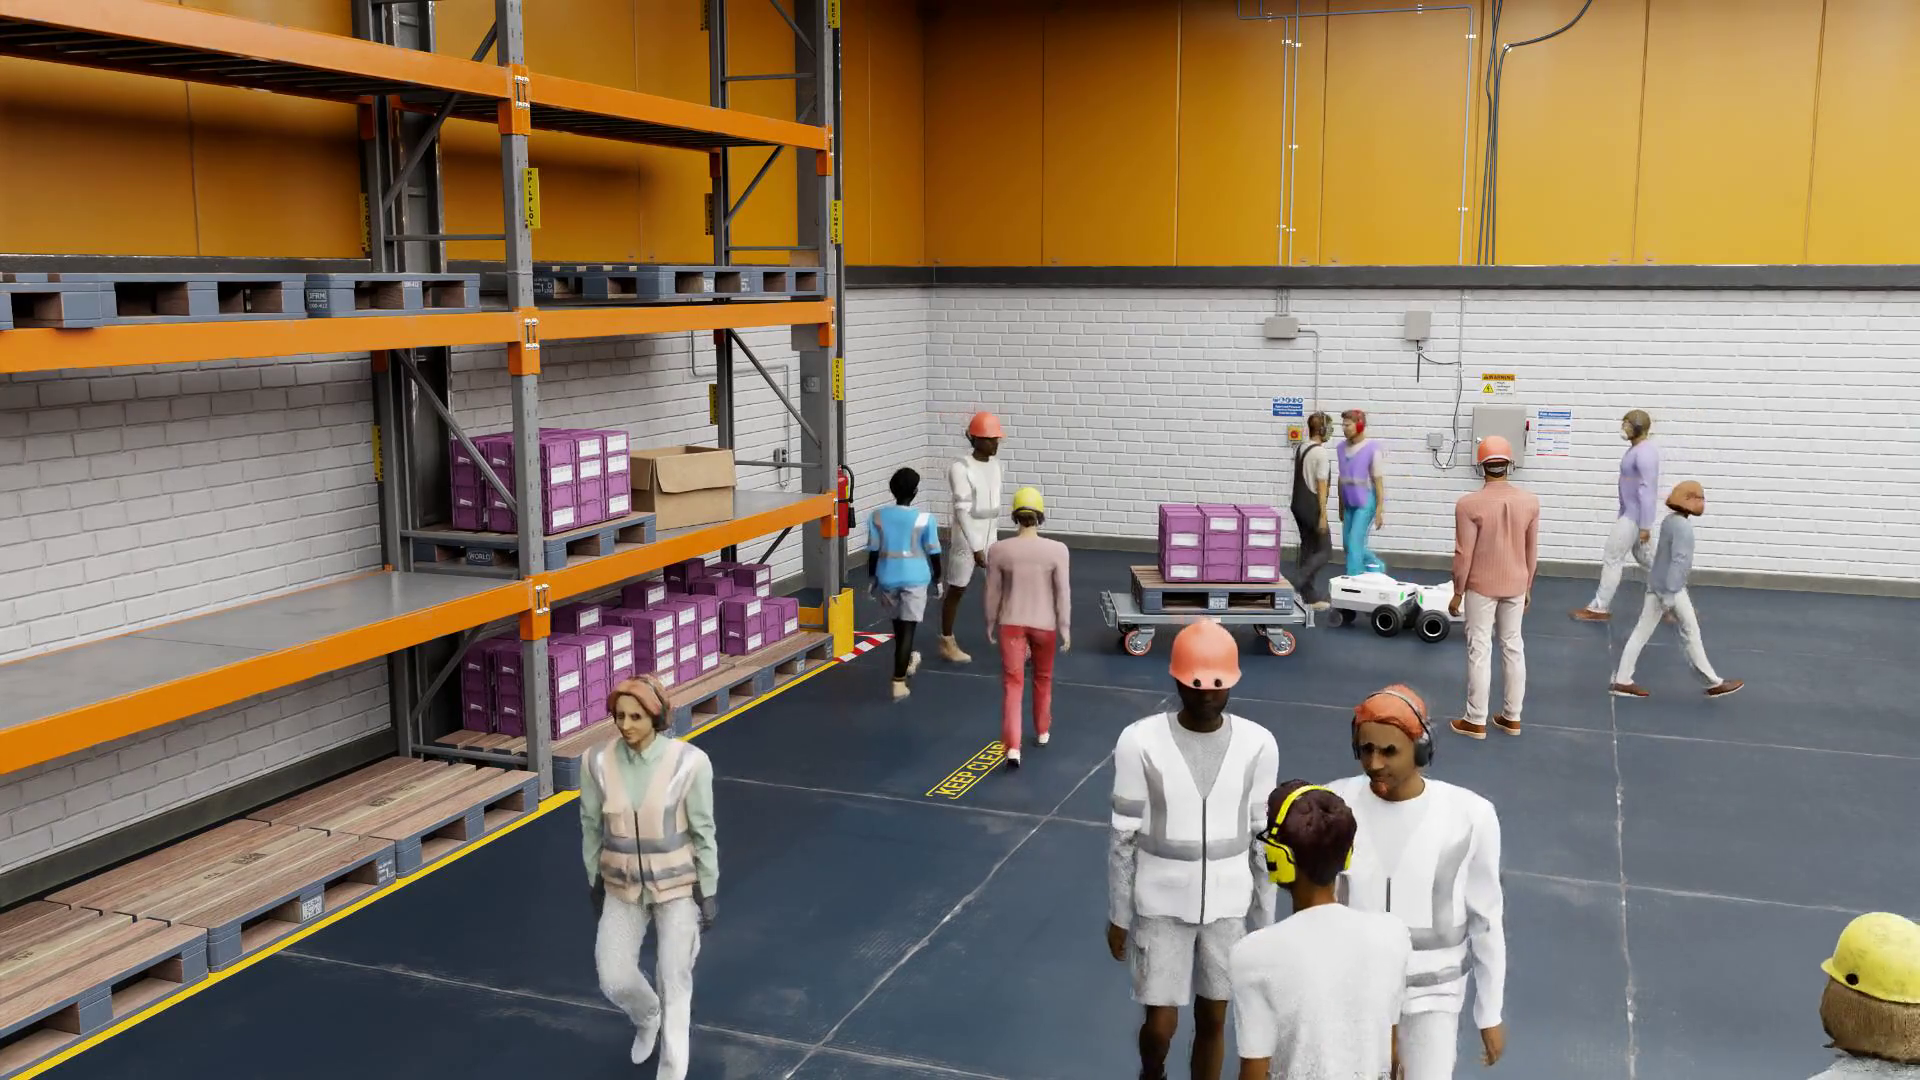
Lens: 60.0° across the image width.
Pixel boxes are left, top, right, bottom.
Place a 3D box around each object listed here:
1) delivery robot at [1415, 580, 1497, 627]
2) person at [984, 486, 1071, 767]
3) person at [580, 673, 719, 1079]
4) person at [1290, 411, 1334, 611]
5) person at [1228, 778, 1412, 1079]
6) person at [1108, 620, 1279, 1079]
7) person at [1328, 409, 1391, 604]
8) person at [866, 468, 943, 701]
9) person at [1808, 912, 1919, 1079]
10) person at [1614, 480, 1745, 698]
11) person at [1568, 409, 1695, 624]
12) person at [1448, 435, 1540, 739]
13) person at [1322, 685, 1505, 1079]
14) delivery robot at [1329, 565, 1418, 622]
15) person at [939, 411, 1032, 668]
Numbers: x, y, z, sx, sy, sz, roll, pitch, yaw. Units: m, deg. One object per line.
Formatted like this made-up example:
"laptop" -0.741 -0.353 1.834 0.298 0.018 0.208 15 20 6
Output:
"delivery robot" 4.166 0.513 13.850 0.707 0.478 0.477 2 9 10
"person" 0.417 0.530 10.395 0.542 1.724 0.910 1 9 5
"person" -1.110 1.267 6.068 0.527 1.628 0.418 1 9 9
"person" 3.130 -0.240 14.922 0.467 1.823 0.519 -3 10 -18
"person" 0.848 1.491 3.966 0.496 1.854 0.418 -3 9 -16
"person" 0.776 1.203 5.527 0.570 1.925 0.451 -1 9 -5
"person" 3.745 -0.315 15.417 0.709 1.819 0.576 -4 10 -24
"person" -0.370 0.291 12.114 0.538 1.637 0.896 4 10 21
"person" 1.963 1.639 3.496 0.494 1.705 0.875 -2 9 -11
"person" 5.137 0.361 11.855 0.887 1.577 0.512 1 9 5
"person" 5.916 -0.200 14.450 1.009 1.898 0.647 3 10 18
"person" 3.489 0.311 10.922 0.613 1.991 0.392 -2 9 -14
"person" 1.308 1.325 4.937 0.605 1.867 0.489 5 10 29
"delivery robot" 3.528 0.454 14.225 0.707 0.478 0.477 7 11 38
"person" 0.215 0.020 12.726 0.611 1.988 1.074 -9 13 -44
